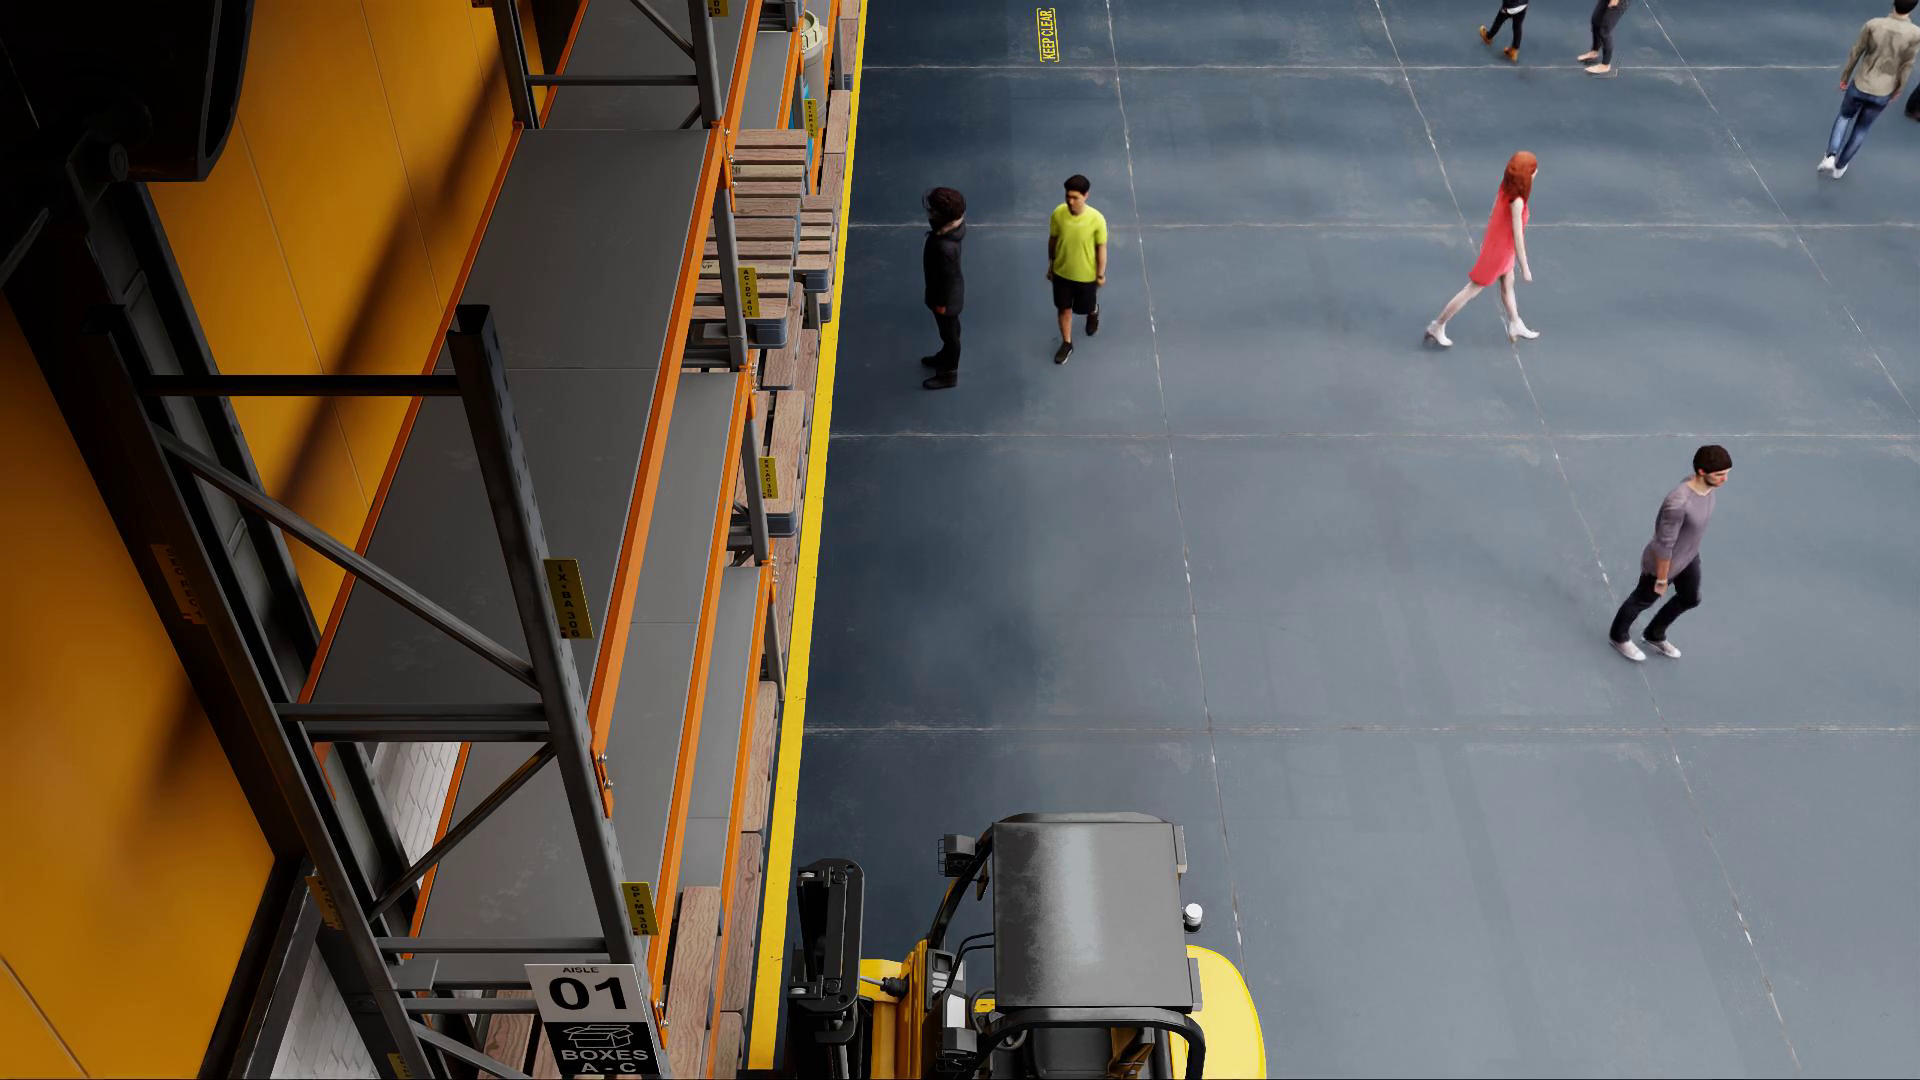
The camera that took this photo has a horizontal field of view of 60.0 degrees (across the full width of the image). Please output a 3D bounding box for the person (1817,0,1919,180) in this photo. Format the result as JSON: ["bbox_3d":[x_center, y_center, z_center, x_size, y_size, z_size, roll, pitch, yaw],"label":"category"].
[{"bbox_3d":[8.325,-4.108,15.209,0.869,1.855,0.919,24,48,23],"label":"person"}]

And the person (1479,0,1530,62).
[{"bbox_3d":[5.779,-5.544,17.191,0.638,1.201,0.848,-12,45,-12],"label":"person"}]

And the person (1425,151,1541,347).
[{"bbox_3d":[4.197,-2.265,13.336,0.775,1.770,1.128,6,44,6],"label":"person"}]

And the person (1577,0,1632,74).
[{"bbox_3d":[6.699,-5.541,16.797,0.802,1.738,0.662,-7,44,-7],"label":"person"}]

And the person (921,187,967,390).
[{"bbox_3d":[-0.100,-1.984,13.033,0.680,1.781,0.534,2,44,2],"label":"person"}]

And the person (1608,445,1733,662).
[{"bbox_3d":[4.565,0.048,10.857,0.861,1.839,0.911,-32,52,-29],"label":"person"}]

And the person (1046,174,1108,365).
[{"bbox_3d":[0.944,-2.194,13.372,0.805,1.618,0.939,16,46,16],"label":"person"}]
